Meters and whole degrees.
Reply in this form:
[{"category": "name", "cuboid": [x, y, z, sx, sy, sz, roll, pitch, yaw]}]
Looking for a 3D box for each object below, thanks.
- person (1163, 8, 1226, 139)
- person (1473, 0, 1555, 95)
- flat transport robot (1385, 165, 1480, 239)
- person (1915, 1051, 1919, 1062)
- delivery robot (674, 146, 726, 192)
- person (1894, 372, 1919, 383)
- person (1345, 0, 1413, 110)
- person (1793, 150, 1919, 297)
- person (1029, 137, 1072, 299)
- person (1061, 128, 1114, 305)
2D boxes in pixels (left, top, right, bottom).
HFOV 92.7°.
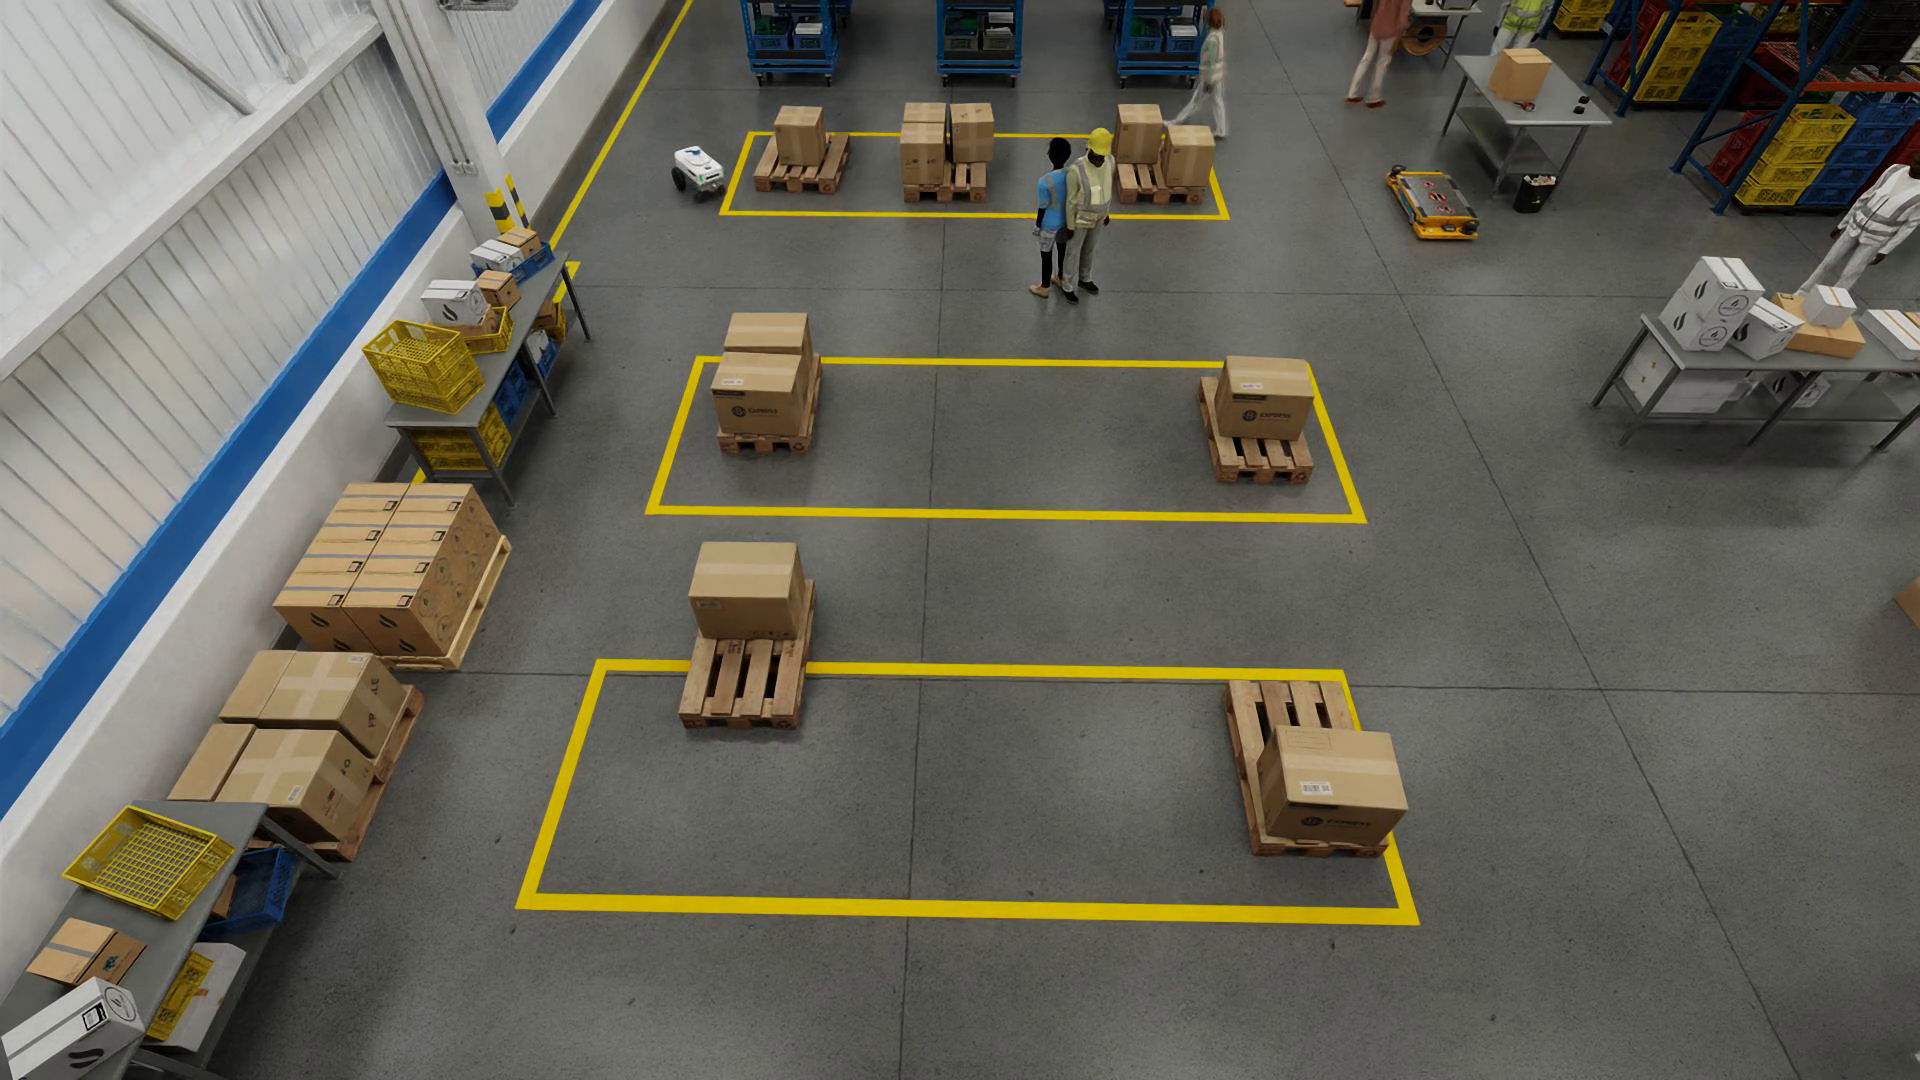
[{"category": "person", "cuboid": [3.172, -5.994, 11.833, 0.898, 1.581, 0.533, 17, 51, 14]}, {"category": "person", "cuboid": [7.693, -7.071, 12.614, 0.629, 1.837, 0.430, 19, 52, 15]}, {"category": "flat transport robot", "cuboid": [5.692, -4.094, 11.059, 0.652, 0.197, 1.431, 1, 49, 1]}, {"category": "person", "cuboid": [5.447, 2.319, 4.457, 0.486, 1.875, 0.647, -22, 53, -18]}, {"category": "delivery robot", "cuboid": [-3.188, -4.561, 11.216, 0.477, 0.478, 0.707, -31, 56, -24]}, {"category": "person", "cuboid": [9.450, -2.230, 8.412, 0.390, 1.856, 0.511, -4, 49, -4]}, {"category": "person", "cuboid": [5.737, -6.851, 12.320, 0.402, 1.996, 0.615, -19, 52, -15]}, {"category": "person", "cuboid": [8.952, -3.006, 9.056, 0.355, 1.887, 0.573, -12, 50, -10]}, {"category": "person", "cuboid": [0.967, -3.298, 9.431, 0.534, 1.700, 0.318, -33, 57, -25]}, {"category": "person", "cuboid": [1.314, -3.299, 9.350, 0.587, 1.826, 0.404, -30, 55, -23]}]
